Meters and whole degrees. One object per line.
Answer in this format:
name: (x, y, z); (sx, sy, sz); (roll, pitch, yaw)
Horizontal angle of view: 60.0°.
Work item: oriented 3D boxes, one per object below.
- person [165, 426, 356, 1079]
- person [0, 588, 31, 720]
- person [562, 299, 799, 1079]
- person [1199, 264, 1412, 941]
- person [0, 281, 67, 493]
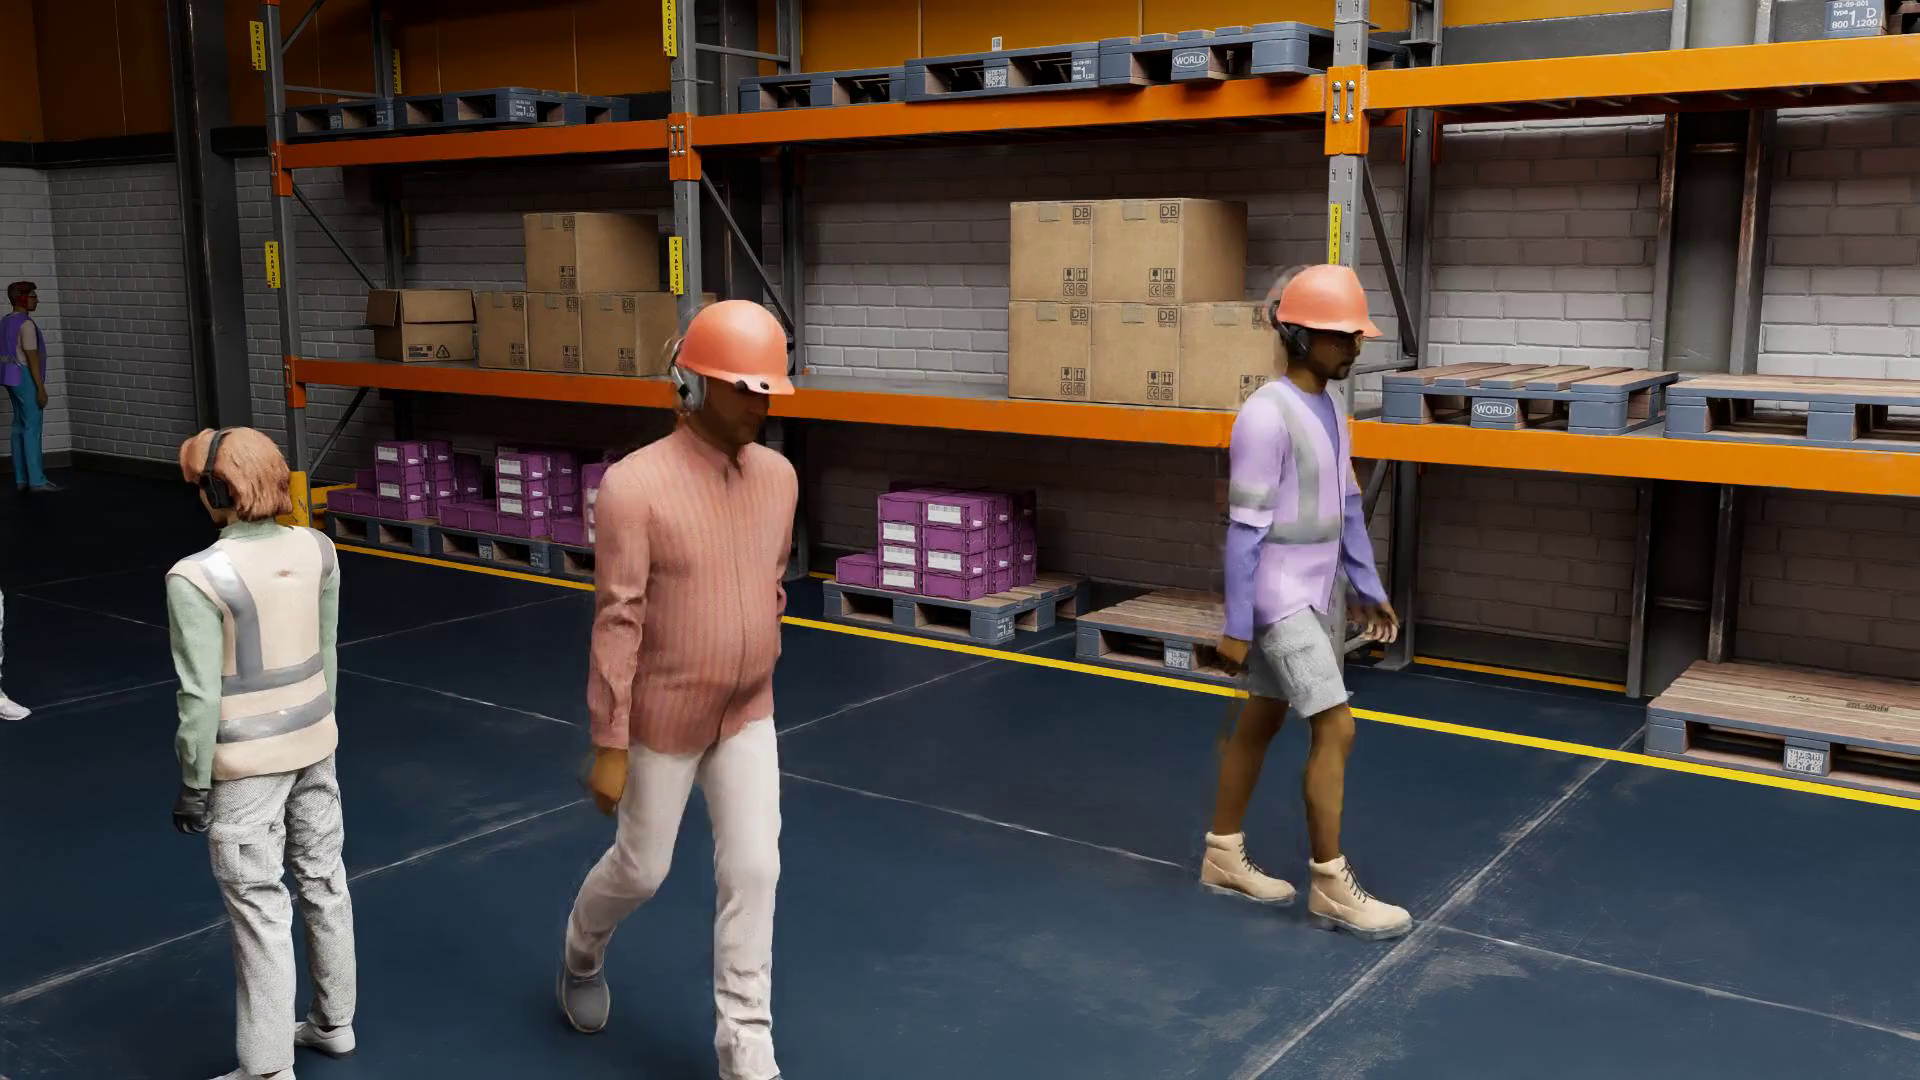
person: (-1.679, 0.540, 4.023); (0.307, 1.637, 0.512); (3, 10, 18)
person: (-4.349, -0.016, 7.094); (0.658, 1.721, 0.498); (3, 10, 15)
person: (-0.702, 0.389, 4.035); (0.937, 1.947, 0.641); (9, 13, 42)
person: (1.112, 0.187, 5.044); (0.856, 2.006, 0.609); (5, 11, 26)
person: (-8.180, -1.332, 14.544); (0.563, 1.847, 0.394); (8, 13, 41)
